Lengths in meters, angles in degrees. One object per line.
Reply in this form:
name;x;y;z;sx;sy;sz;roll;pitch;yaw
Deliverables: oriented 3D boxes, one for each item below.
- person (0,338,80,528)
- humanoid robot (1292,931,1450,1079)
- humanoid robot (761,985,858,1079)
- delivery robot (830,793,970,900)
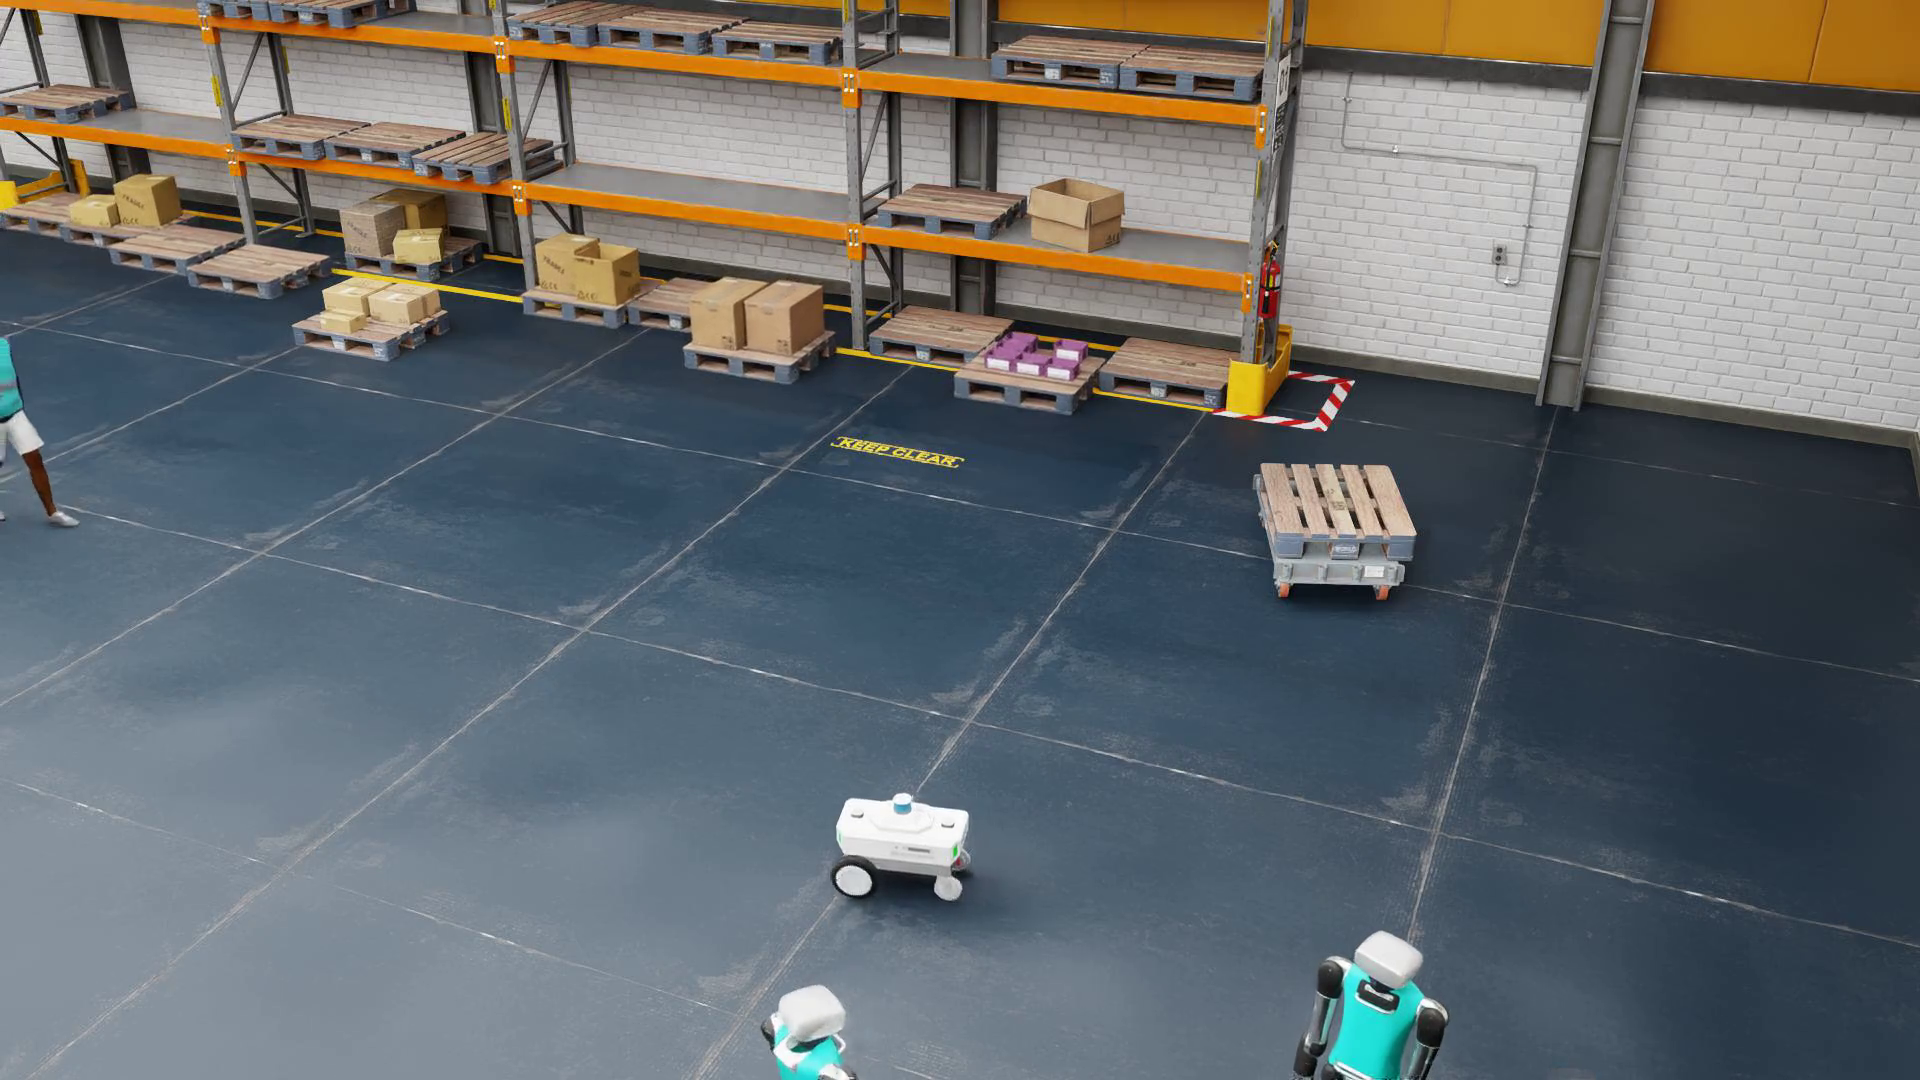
person;-7.570;-0.984;13.054;0.893;1.900;0.562;13;30;23
humanoid robot;1.449;2.463;6.570;0.553;1.742;0.936;18;32;31
humanoid robot;-0.254;2.427;6.648;0.937;1.769;0.557;-14;31;-26
delivery robot;-0.342;1.698;9.341;0.796;0.606;0.499;5;28;9
